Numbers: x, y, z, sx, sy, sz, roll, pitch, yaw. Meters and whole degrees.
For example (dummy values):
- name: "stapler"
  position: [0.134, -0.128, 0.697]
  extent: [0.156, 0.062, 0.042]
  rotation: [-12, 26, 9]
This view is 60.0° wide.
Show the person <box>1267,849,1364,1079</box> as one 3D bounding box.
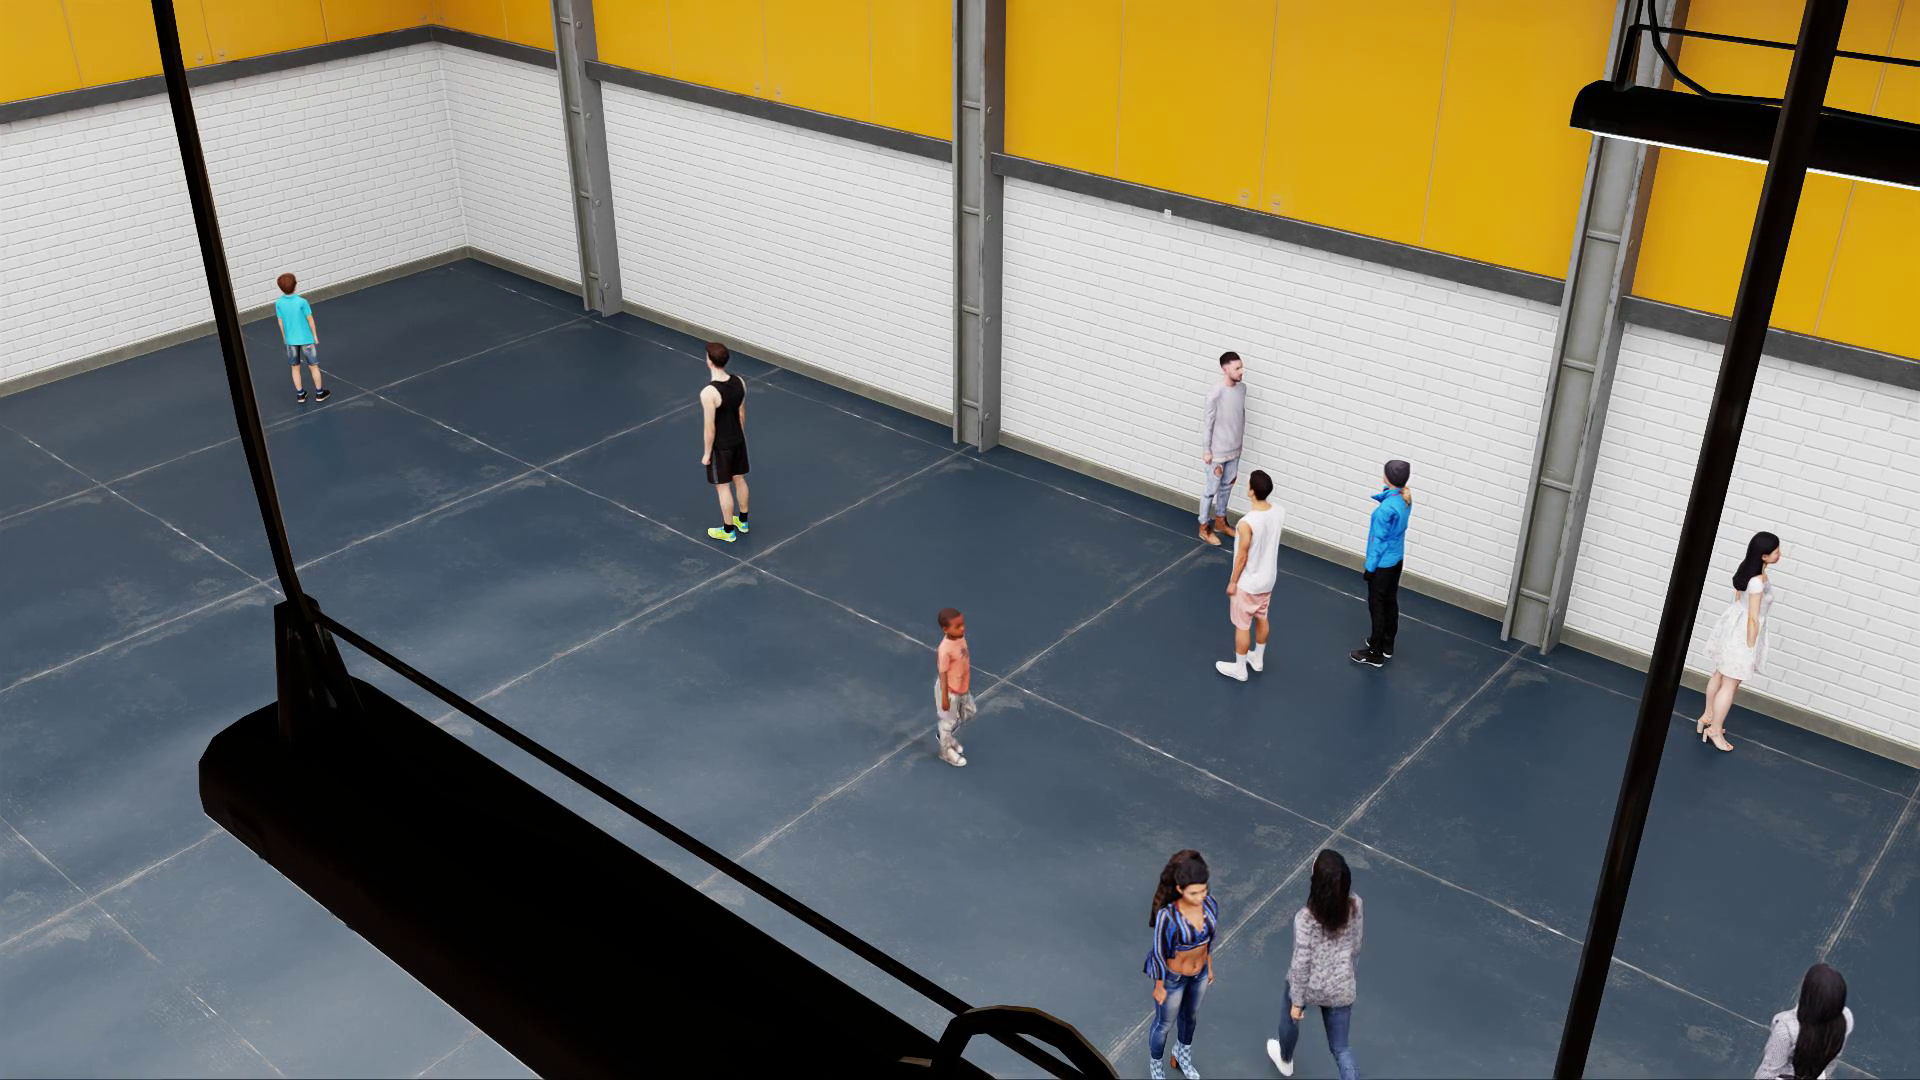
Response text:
- name: "person"
  position: [2.014, 2.499, 9.072]
  extent: [1.033, 1.693, 1.239]
  rotation: [-8, 30, -15]

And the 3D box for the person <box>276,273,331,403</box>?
- name: "person"
  position: [-7.123, -2.188, 17.920]
  extent: [0.589, 1.449, 0.653]
  rotation: [-2, 29, -3]

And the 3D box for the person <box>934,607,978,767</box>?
- name: "person"
  position: [-0.106, 1.047, 12.141]
  extent: [0.567, 1.303, 0.540]
  rotation: [16, 32, 26]

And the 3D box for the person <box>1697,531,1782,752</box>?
- name: "person"
  position: [5.739, 0.730, 12.230]
  extent: [0.790, 1.775, 0.762]
  rotation: [6, 29, 10]

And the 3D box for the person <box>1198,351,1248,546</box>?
- name: "person"
  position: [2.375, -0.860, 15.079]
  extent: [0.715, 1.839, 0.638]
  rotation: [-22, 35, -34]

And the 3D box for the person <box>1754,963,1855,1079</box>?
- name: "person"
  position: [4.210, 2.819, 8.455]
  extent: [0.674, 1.724, 0.715]
  rotation: [-5, 29, -9]

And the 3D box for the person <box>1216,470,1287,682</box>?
- name: "person"
  position: [2.307, 0.281, 13.039]
  extent: [0.678, 1.789, 0.634]
  rotation: [-21, 35, -33]

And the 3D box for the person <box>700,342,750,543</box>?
- name: "person"
  position: [-2.132, -0.889, 15.078]
  extent: [0.570, 1.890, 0.700]
  rotation: [19, 34, 31]

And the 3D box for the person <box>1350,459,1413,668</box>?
- name: "person"
  position: [3.385, 0.178, 13.219]
  extent: [0.511, 1.797, 0.620]
  rotation: [24, 36, 36]

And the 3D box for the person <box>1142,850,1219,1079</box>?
- name: "person"
  position: [1.241, 2.421, 9.294]
  extent: [0.685, 1.617, 0.664]
  rotation: [-15, 32, -26]
